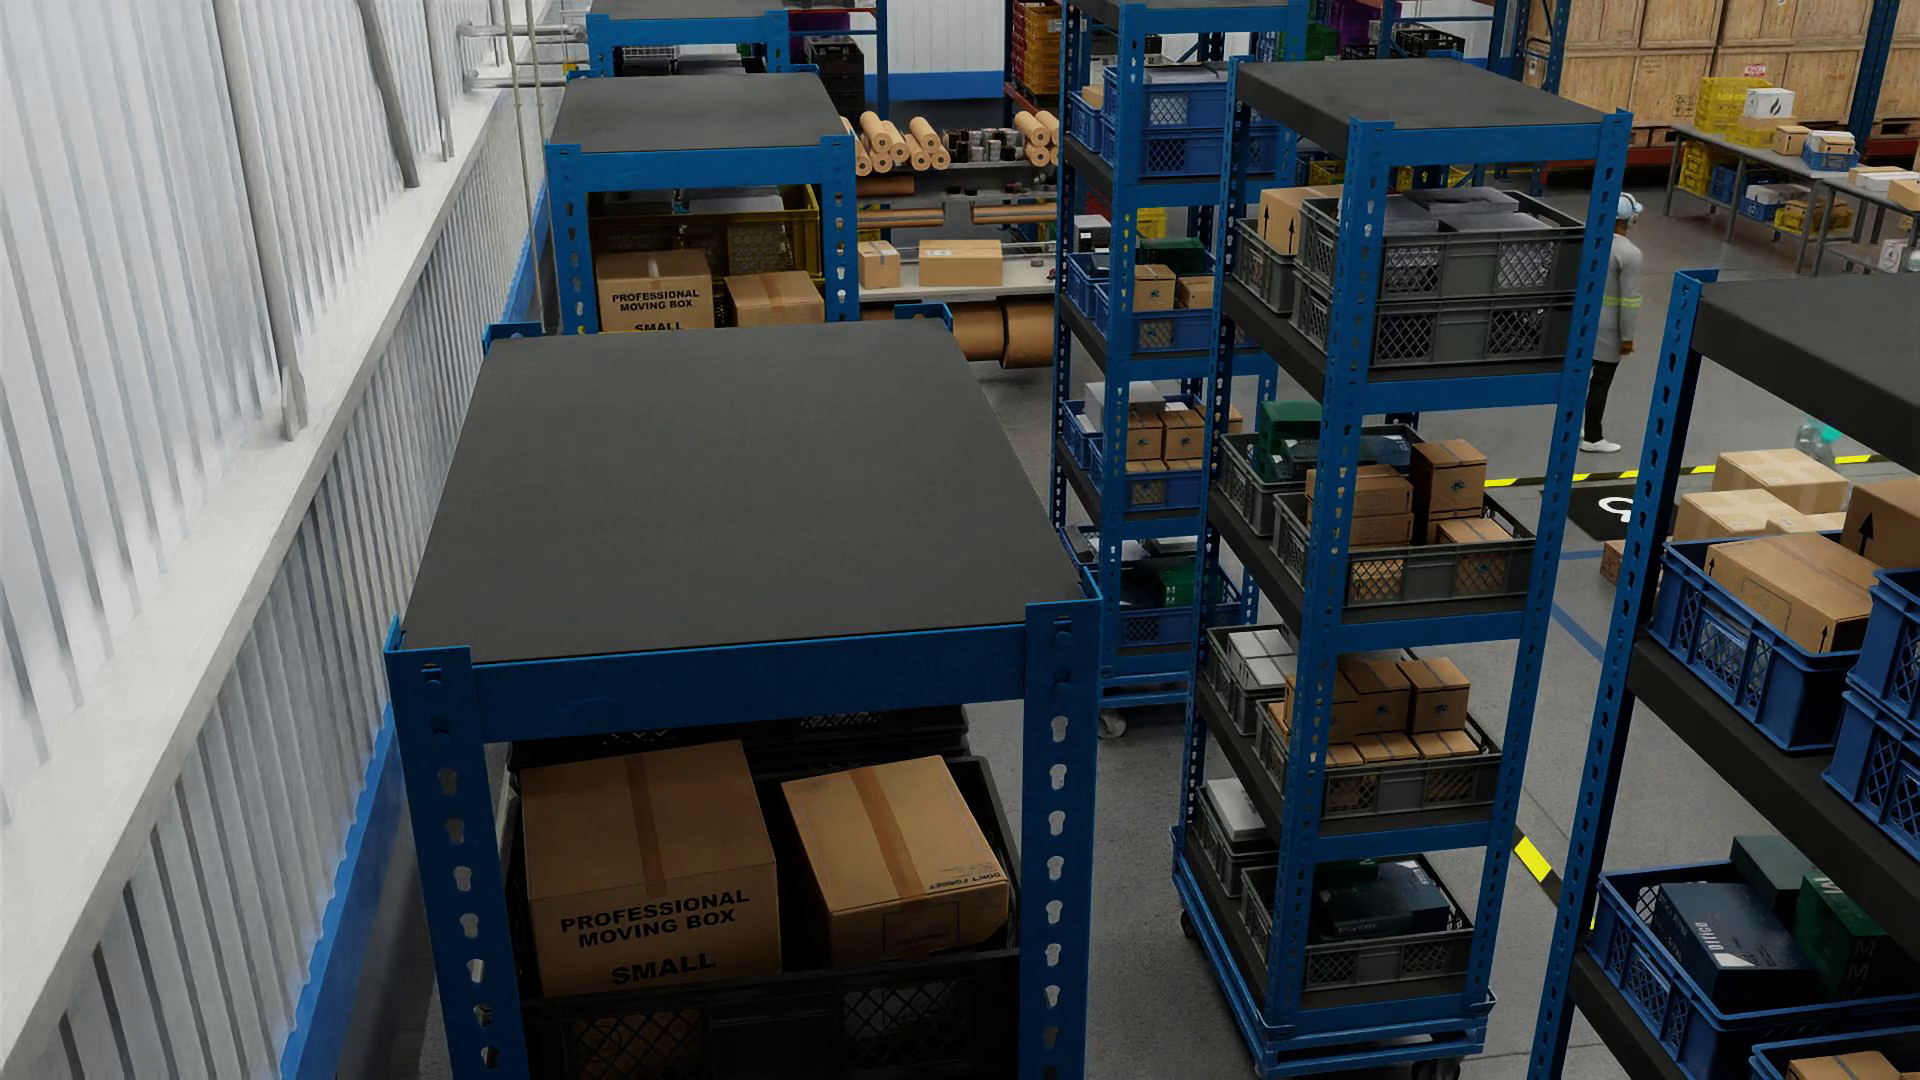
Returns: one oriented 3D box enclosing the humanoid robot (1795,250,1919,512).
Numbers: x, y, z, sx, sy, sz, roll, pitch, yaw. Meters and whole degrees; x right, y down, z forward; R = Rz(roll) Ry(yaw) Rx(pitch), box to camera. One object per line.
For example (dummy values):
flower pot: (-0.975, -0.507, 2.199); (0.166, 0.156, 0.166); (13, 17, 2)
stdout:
humanoid robot: (5.735, -0.993, 10.761); (0.846, 1.823, 0.536); (8, 26, 17)

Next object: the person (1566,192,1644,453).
person: (4.554, -1.528, 11.724); (0.372, 1.852, 0.596); (-9, 26, -18)
